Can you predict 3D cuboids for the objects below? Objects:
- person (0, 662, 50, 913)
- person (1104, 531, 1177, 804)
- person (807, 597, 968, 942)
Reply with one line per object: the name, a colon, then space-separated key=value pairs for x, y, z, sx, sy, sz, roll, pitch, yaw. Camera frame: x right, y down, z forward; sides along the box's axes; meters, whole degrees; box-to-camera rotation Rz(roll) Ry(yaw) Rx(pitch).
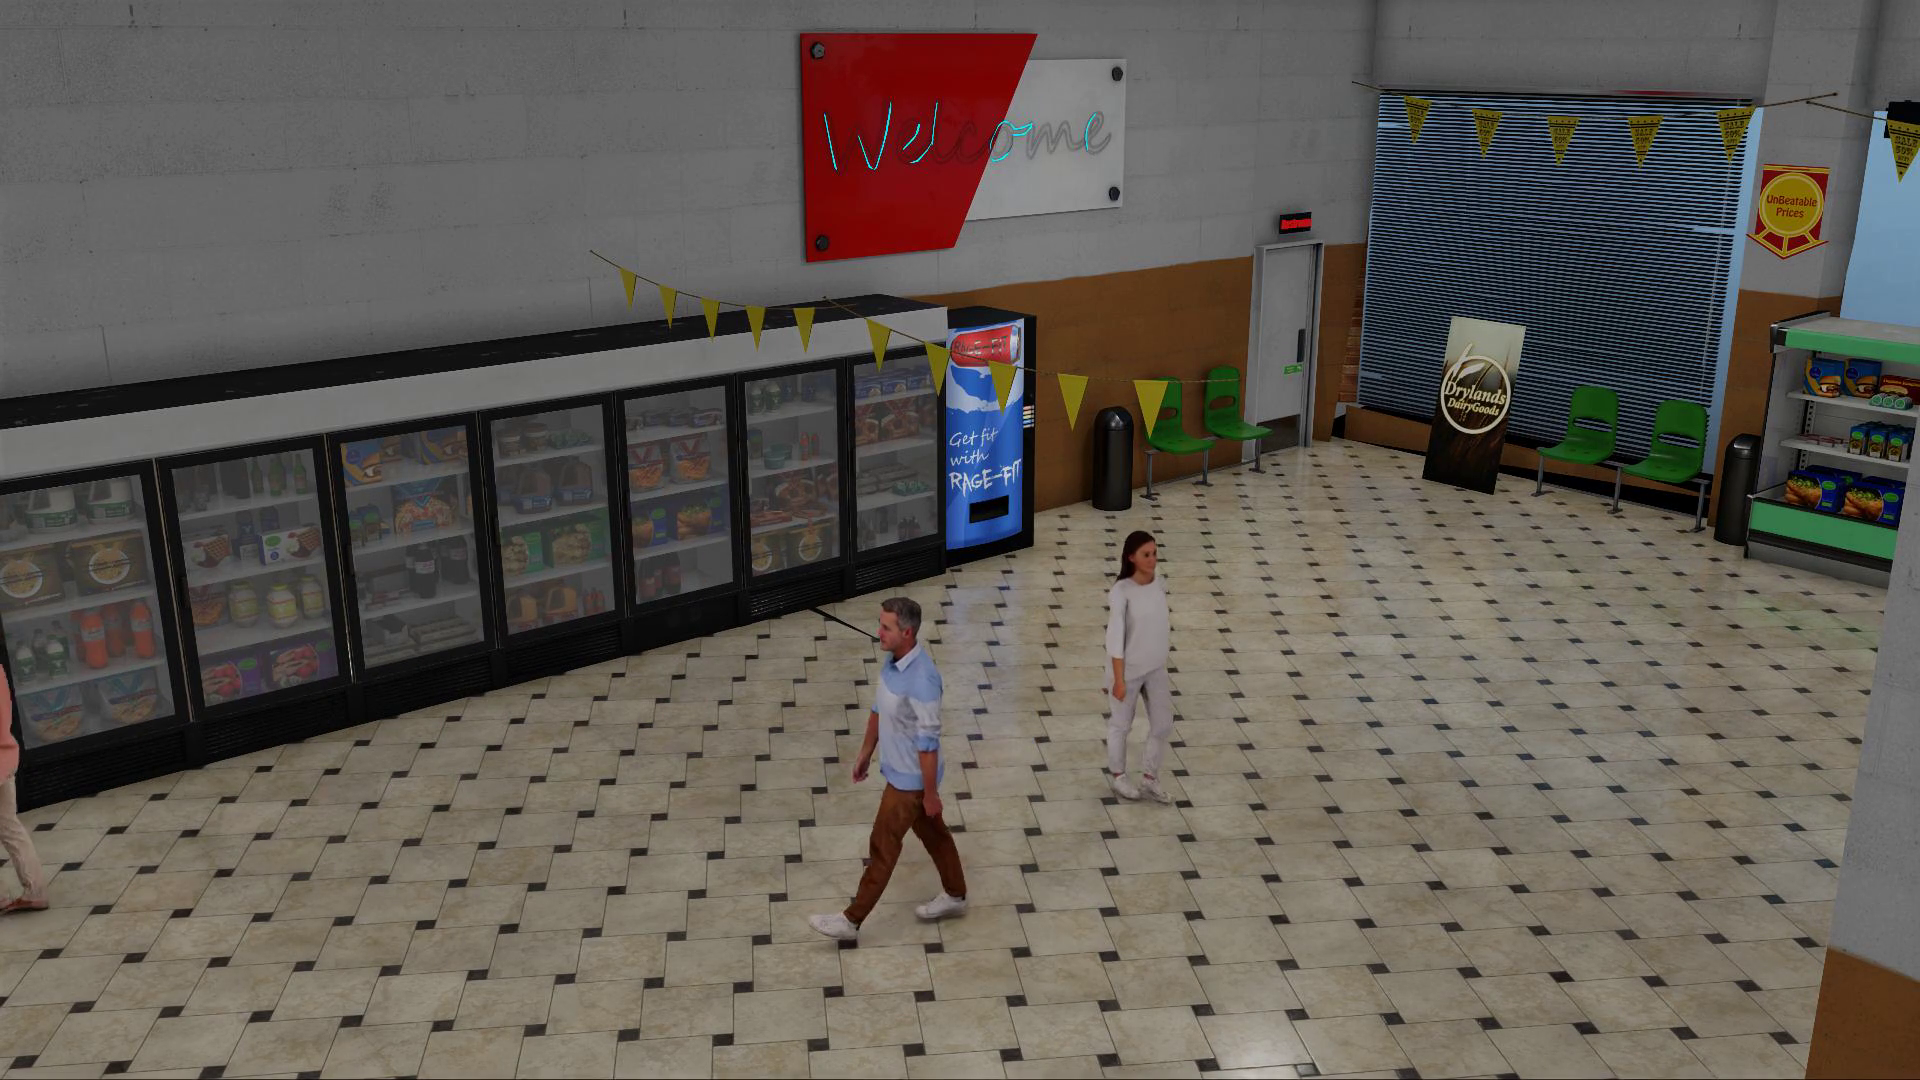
person: x=-4.888 y=1.140 z=8.509 sx=0.776 sy=1.713 sz=0.688 roll=-5 pitch=18 yaw=-15
person: x=1.001 y=0.740 z=9.893 sx=0.640 sy=1.675 sz=0.682 roll=-12 pitch=20 yaw=-34
person: x=-0.170 y=1.146 z=8.367 sx=1.055 sy=1.785 sz=1.162 roll=-4 pitch=17 yaw=-14
